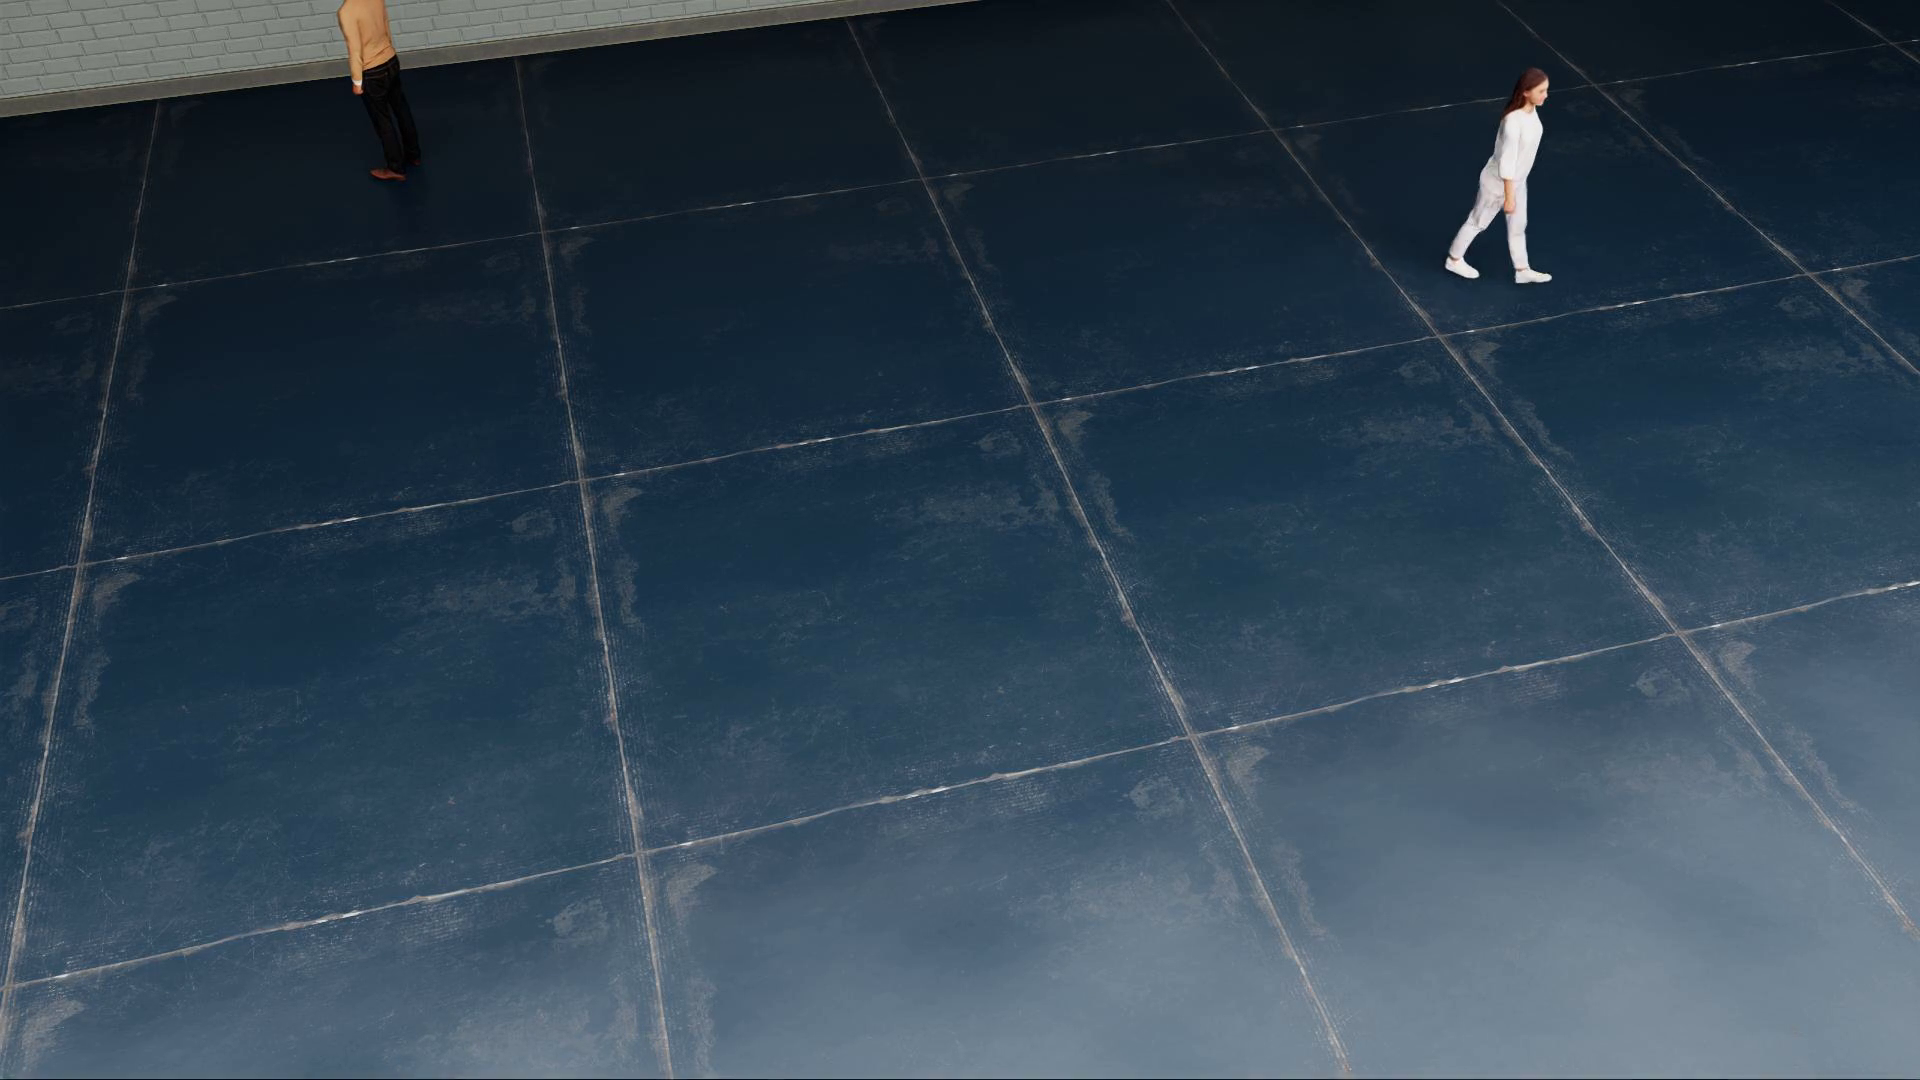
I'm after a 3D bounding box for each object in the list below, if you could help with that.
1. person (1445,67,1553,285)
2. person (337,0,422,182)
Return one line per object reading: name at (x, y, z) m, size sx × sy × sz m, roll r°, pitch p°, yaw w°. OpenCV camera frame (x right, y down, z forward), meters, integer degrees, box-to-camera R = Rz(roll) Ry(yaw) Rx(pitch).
person at (3.752, -2.551, 11.706) m, size 1.079 × 1.656 × 0.980 m, roll 25°, pitch 49°, yaw 25°
person at (-4.487, -3.618, 12.777) m, size 0.816 × 1.754 × 0.718 m, roll 13°, pitch 45°, yaw 14°
